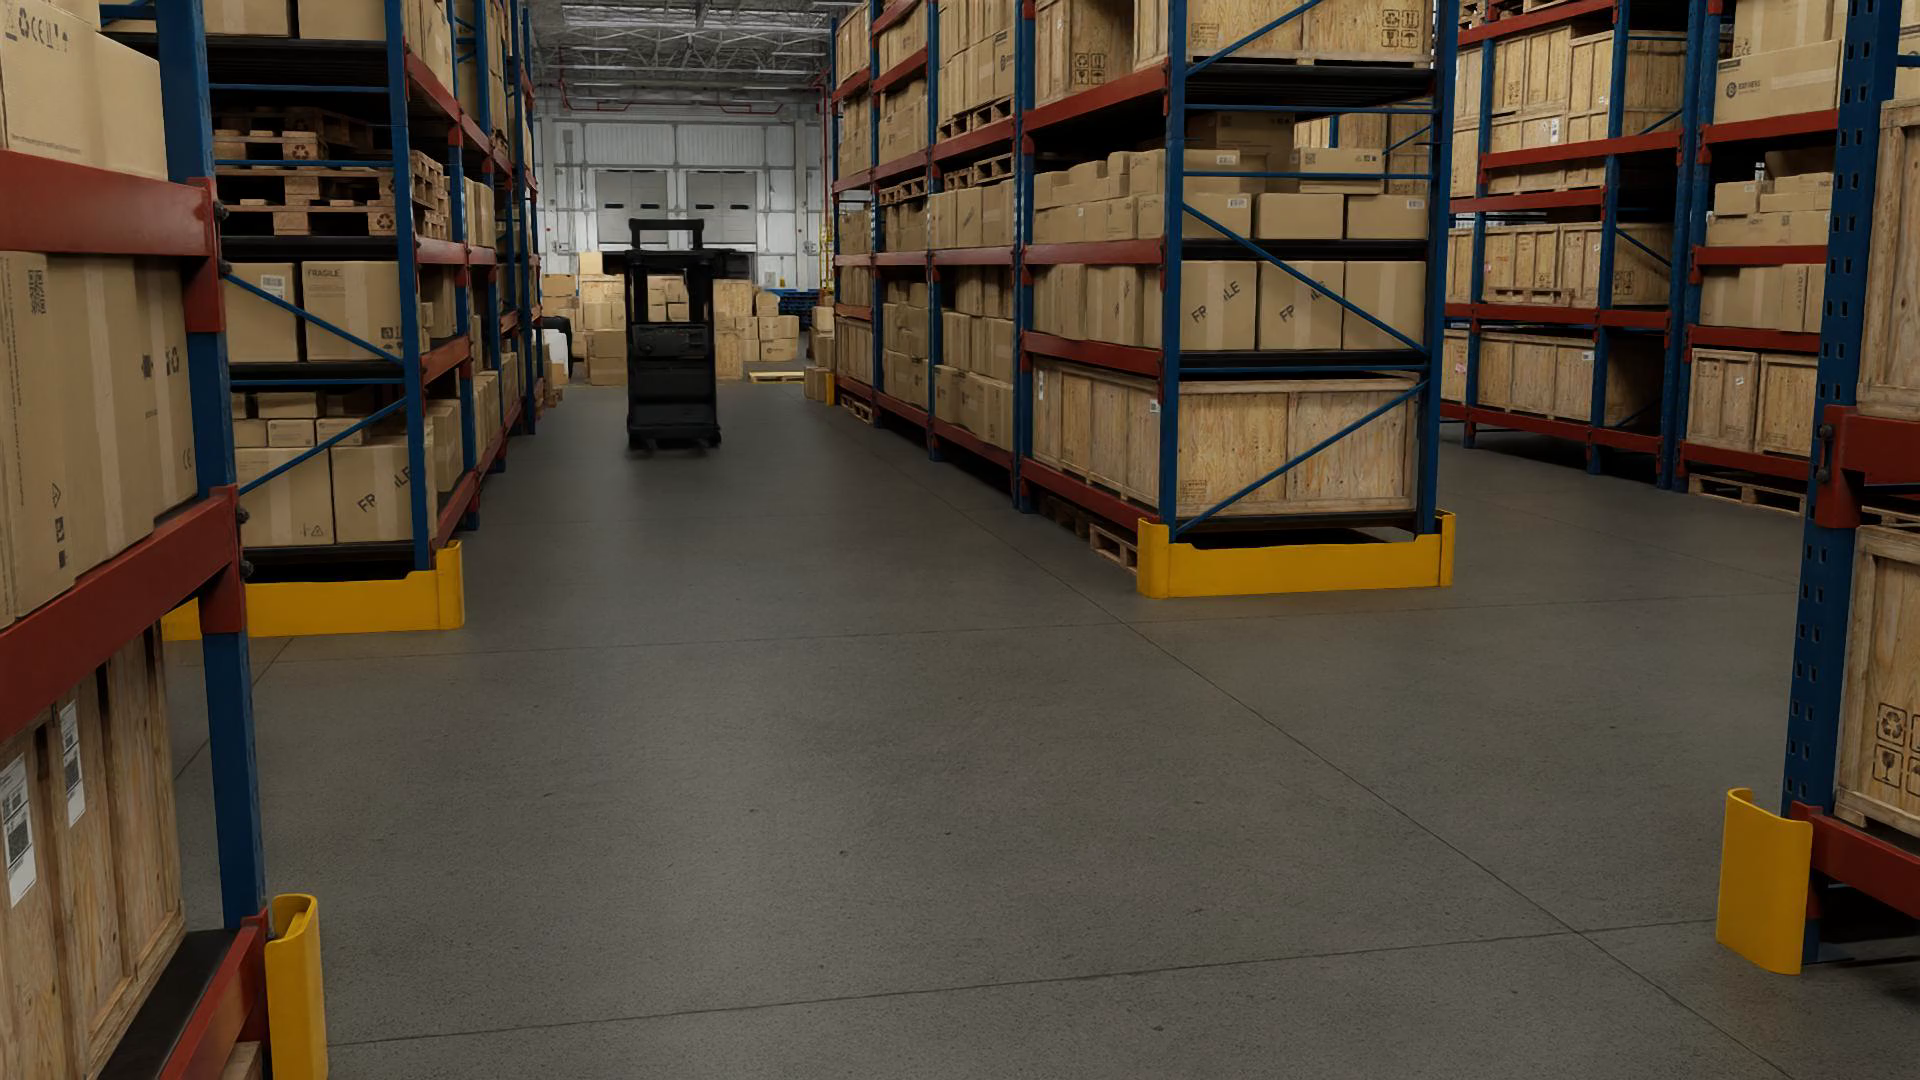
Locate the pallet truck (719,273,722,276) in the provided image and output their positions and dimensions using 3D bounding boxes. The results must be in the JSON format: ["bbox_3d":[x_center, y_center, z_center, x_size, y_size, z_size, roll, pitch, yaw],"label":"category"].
[{"bbox_3d":[-8.580,-8.986,62.280,1.885,1.965,0.823,1,9,5],"label":"pallet truck"}]

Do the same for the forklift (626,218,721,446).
[{"bbox_3d":[-3.695,-2.676,21.135,1.129,2.768,1.873,-2,10,-12],"label":"forklift"}]

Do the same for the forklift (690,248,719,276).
[{"bbox_3d":[-8.213,-8.018,53.693,1.129,2.768,1.873,-8,12,-40],"label":"forklift"}]
